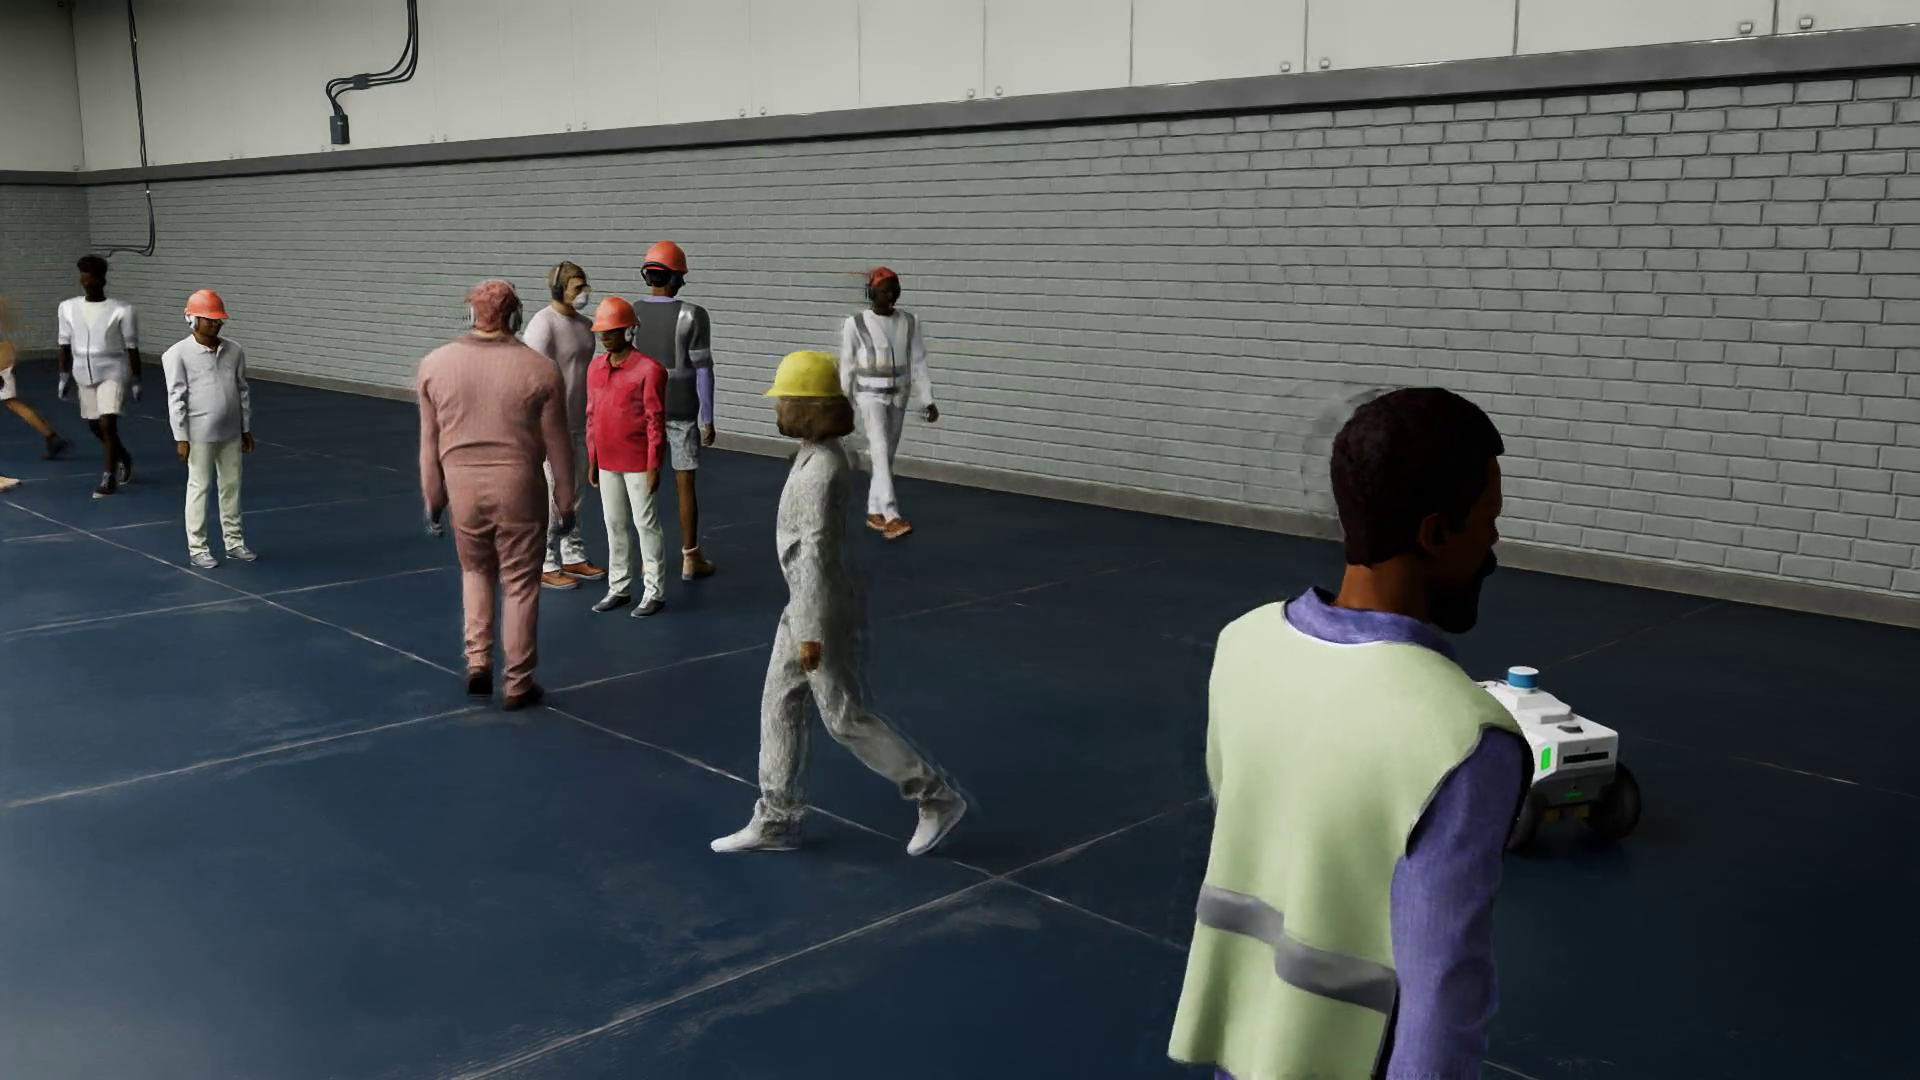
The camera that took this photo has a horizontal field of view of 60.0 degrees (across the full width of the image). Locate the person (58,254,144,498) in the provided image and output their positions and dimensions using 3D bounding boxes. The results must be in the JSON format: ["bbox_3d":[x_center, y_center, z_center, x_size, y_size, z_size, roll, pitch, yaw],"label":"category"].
[{"bbox_3d":[-6.912,-1.341,13.456,0.609,1.938,0.867,0,10,0],"label":"person"}]

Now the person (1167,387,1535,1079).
[{"bbox_3d":[0.639,0.730,2.319,0.931,1.882,0.596,-5,12,-25],"label":"person"}]

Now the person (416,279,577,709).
[{"bbox_3d":[-2.008,-0.194,7.316,0.668,1.888,0.441,0,10,2],"label":"person"}]

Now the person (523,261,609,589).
[{"bbox_3d":[-2.335,-0.678,9.856,0.380,1.930,0.626,3,11,18],"label":"person"}]

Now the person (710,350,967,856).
[{"bbox_3d":[-0.404,0.229,5.491,0.805,1.717,0.493,-1,10,-4],"label":"person"}]

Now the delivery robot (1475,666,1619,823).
[{"bbox_3d":[1.972,0.690,5.866,0.477,0.478,0.707,-3,11,-18],"label":"delivery robot"}]

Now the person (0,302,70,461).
[{"bbox_3d":[-8.728,-1.629,15.185,0.971,1.888,0.594,-5,11,-24],"label":"person"}]

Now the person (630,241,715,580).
[{"bbox_3d":[-1.769,-0.777,10.073,0.611,2.042,0.395,2,11,11],"label":"person"}]

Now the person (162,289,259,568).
[{"bbox_3d":[-4.693,-0.698,10.472,0.348,1.744,0.557,5,12,27],"label":"person"}]

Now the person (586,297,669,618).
[{"bbox_3d":[-1.840,-0.449,9.094,0.565,1.745,0.348,7,12,32],"label":"person"}]

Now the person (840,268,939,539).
[{"bbox_3d":[-0.458,-0.929,11.427,0.587,1.841,0.945,-6,12,-31],"label":"person"}]

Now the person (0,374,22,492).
[{"bbox_3d":[-7.947,-1.403,13.476,0.365,2.048,0.608,-2,11,-8],"label":"person"}]
